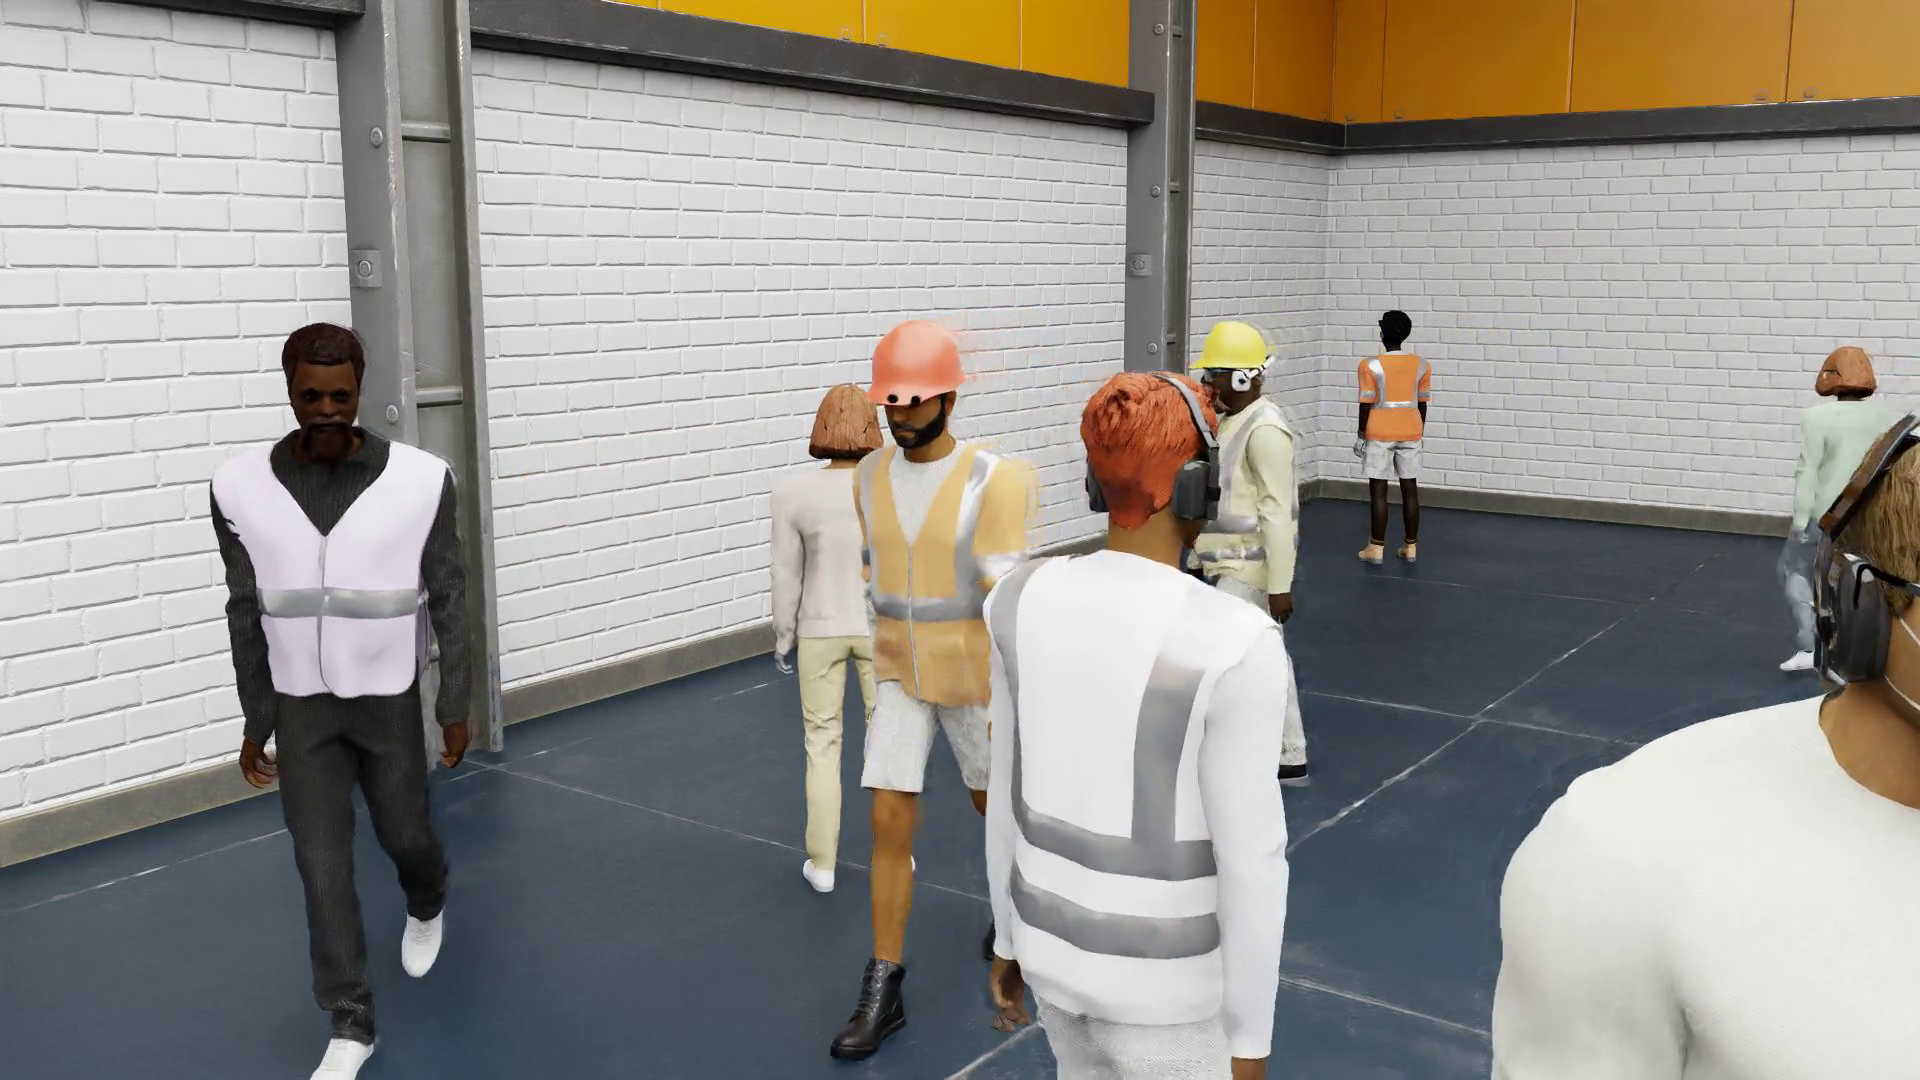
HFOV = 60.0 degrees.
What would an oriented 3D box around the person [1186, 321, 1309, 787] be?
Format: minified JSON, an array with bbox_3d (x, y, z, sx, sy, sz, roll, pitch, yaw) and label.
[{"bbox_3d":[0.956,0.087,6.258,0.886,1.789,0.618,0,10,-2],"label":"person"}]

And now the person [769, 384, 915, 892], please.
[{"bbox_3d":[-0.357,0.320,5.343,0.501,1.632,0.280,-1,10,-4],"label":"person"}]

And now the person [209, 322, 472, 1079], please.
[{"bbox_3d":[-1.551,0.376,4.294,0.596,1.885,0.841,-2,10,-9],"label":"person"}]

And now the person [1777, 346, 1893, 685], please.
[{"bbox_3d":[4.185,-0.117,7.989,0.520,1.616,0.436,-2,10,-11],"label":"person"}]

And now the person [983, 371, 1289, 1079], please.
[{"bbox_3d":[0.211,0.676,2.570,0.666,1.866,0.583,-9,13,-43],"label":"person"}]

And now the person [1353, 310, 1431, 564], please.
[{"bbox_3d":[2.887,-0.685,11.137,0.536,1.696,0.322,-2,10,-13],"label":"person"}]

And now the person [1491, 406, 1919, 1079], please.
[{"bbox_3d":[0.768,0.839,1.383,0.659,1.923,0.473,0,10,-3],"label":"person"}]

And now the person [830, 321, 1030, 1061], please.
[{"bbox_3d":[-0.018,0.344,4.510,0.569,1.884,1.011,5,11,27],"label":"person"}]
